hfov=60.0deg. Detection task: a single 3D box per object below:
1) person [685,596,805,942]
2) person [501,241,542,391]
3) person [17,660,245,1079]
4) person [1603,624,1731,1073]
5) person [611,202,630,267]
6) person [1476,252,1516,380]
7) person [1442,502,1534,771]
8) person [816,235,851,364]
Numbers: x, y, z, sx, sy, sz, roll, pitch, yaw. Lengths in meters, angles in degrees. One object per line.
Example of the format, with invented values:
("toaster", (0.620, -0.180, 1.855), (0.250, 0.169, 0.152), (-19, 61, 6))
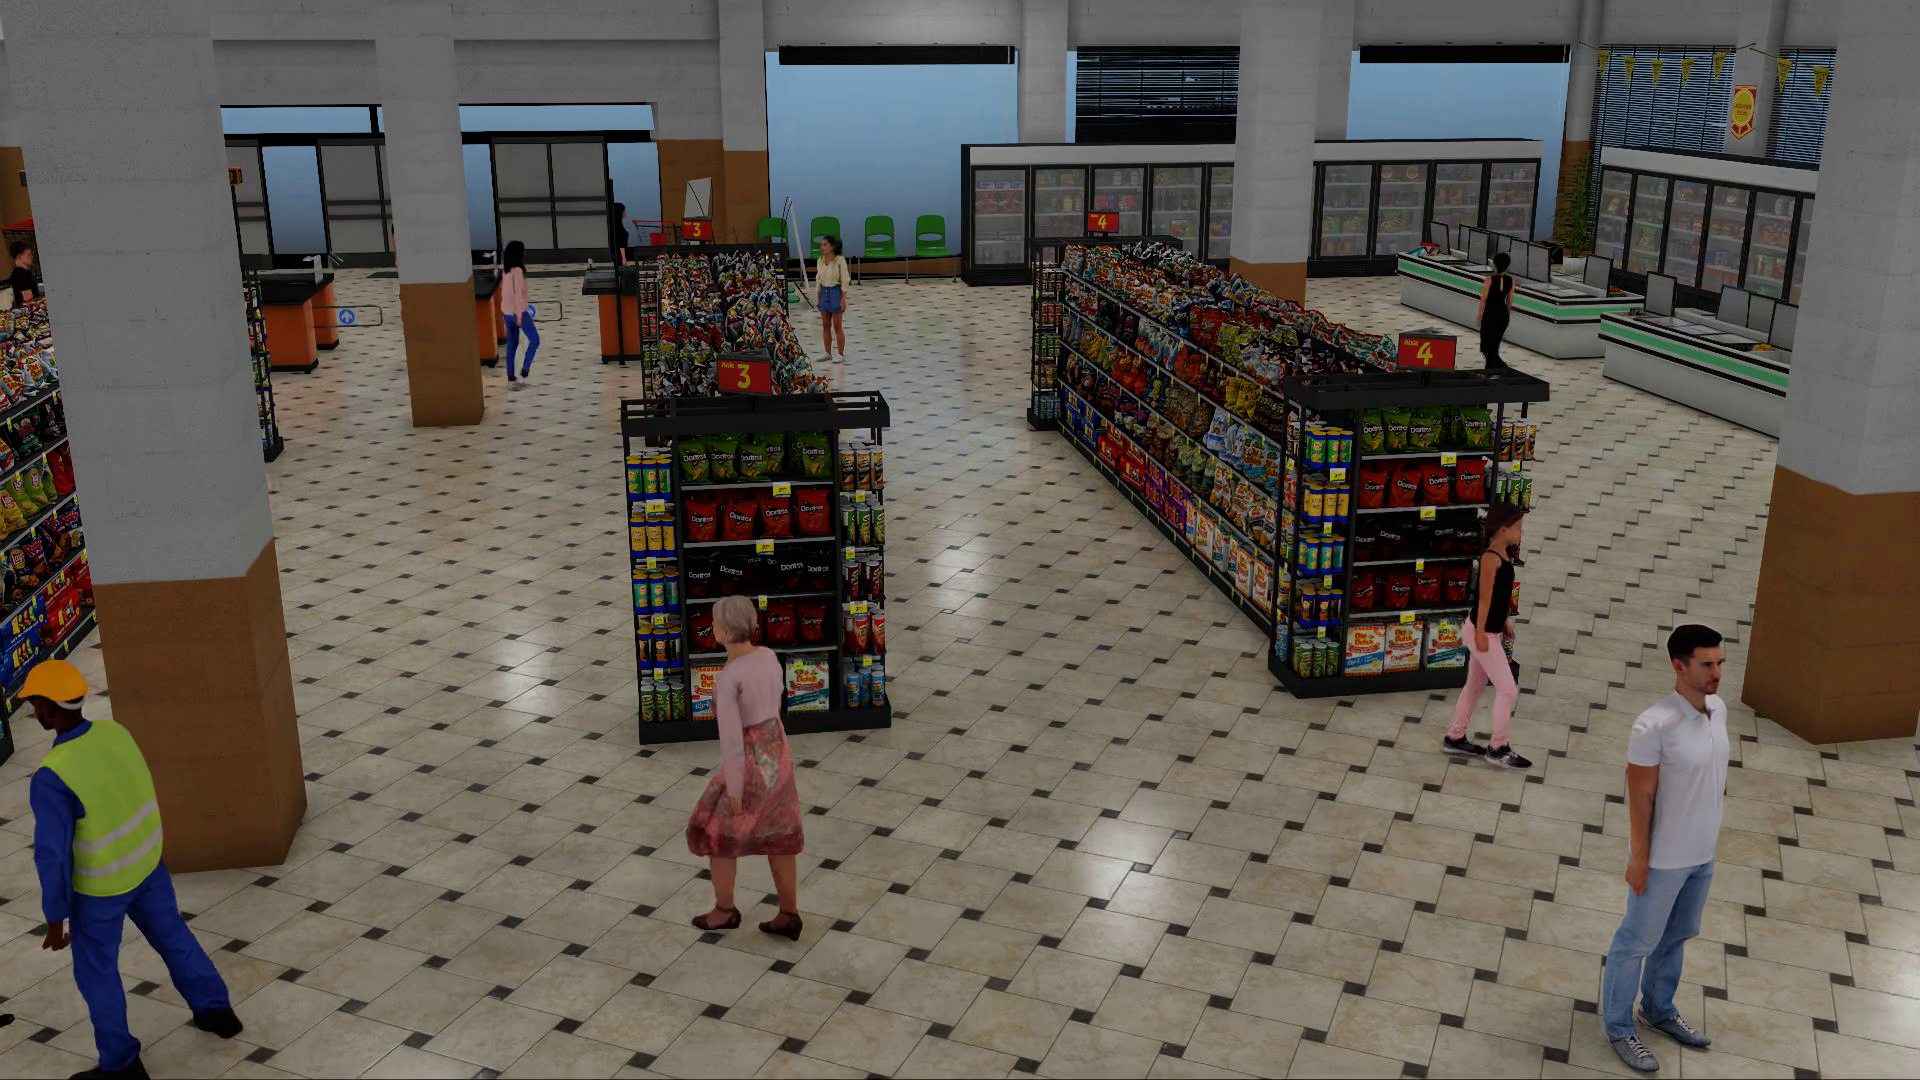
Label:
("person", (-0.868, 1.074, 7.582), (0.891, 1.673, 0.837), (11, 20, 31))
("person", (-5.348, -2.649, 19.703), (0.828, 1.755, 0.723), (-13, 21, -36))
("person", (-3.358, 1.321, 6.556), (1.052, 1.797, 0.892), (4, 17, 13))
("person", (2.896, 1.224, 6.756), (0.747, 1.866, 0.699), (-10, 20, -30))
("person", (-5.217, -4.331, 25.439), (0.696, 1.641, 0.518), (-7, 18, -22))
("person", (6.432, -2.615, 19.879), (0.653, 1.588, 0.928), (-5, 18, -17))
("person", (2.963, 0.534, 9.578), (0.813, 1.547, 0.788), (8, 19, 24))
("person", (-1.647, -3.108, 21.429), (0.716, 1.631, 0.767), (11, 20, 31))
